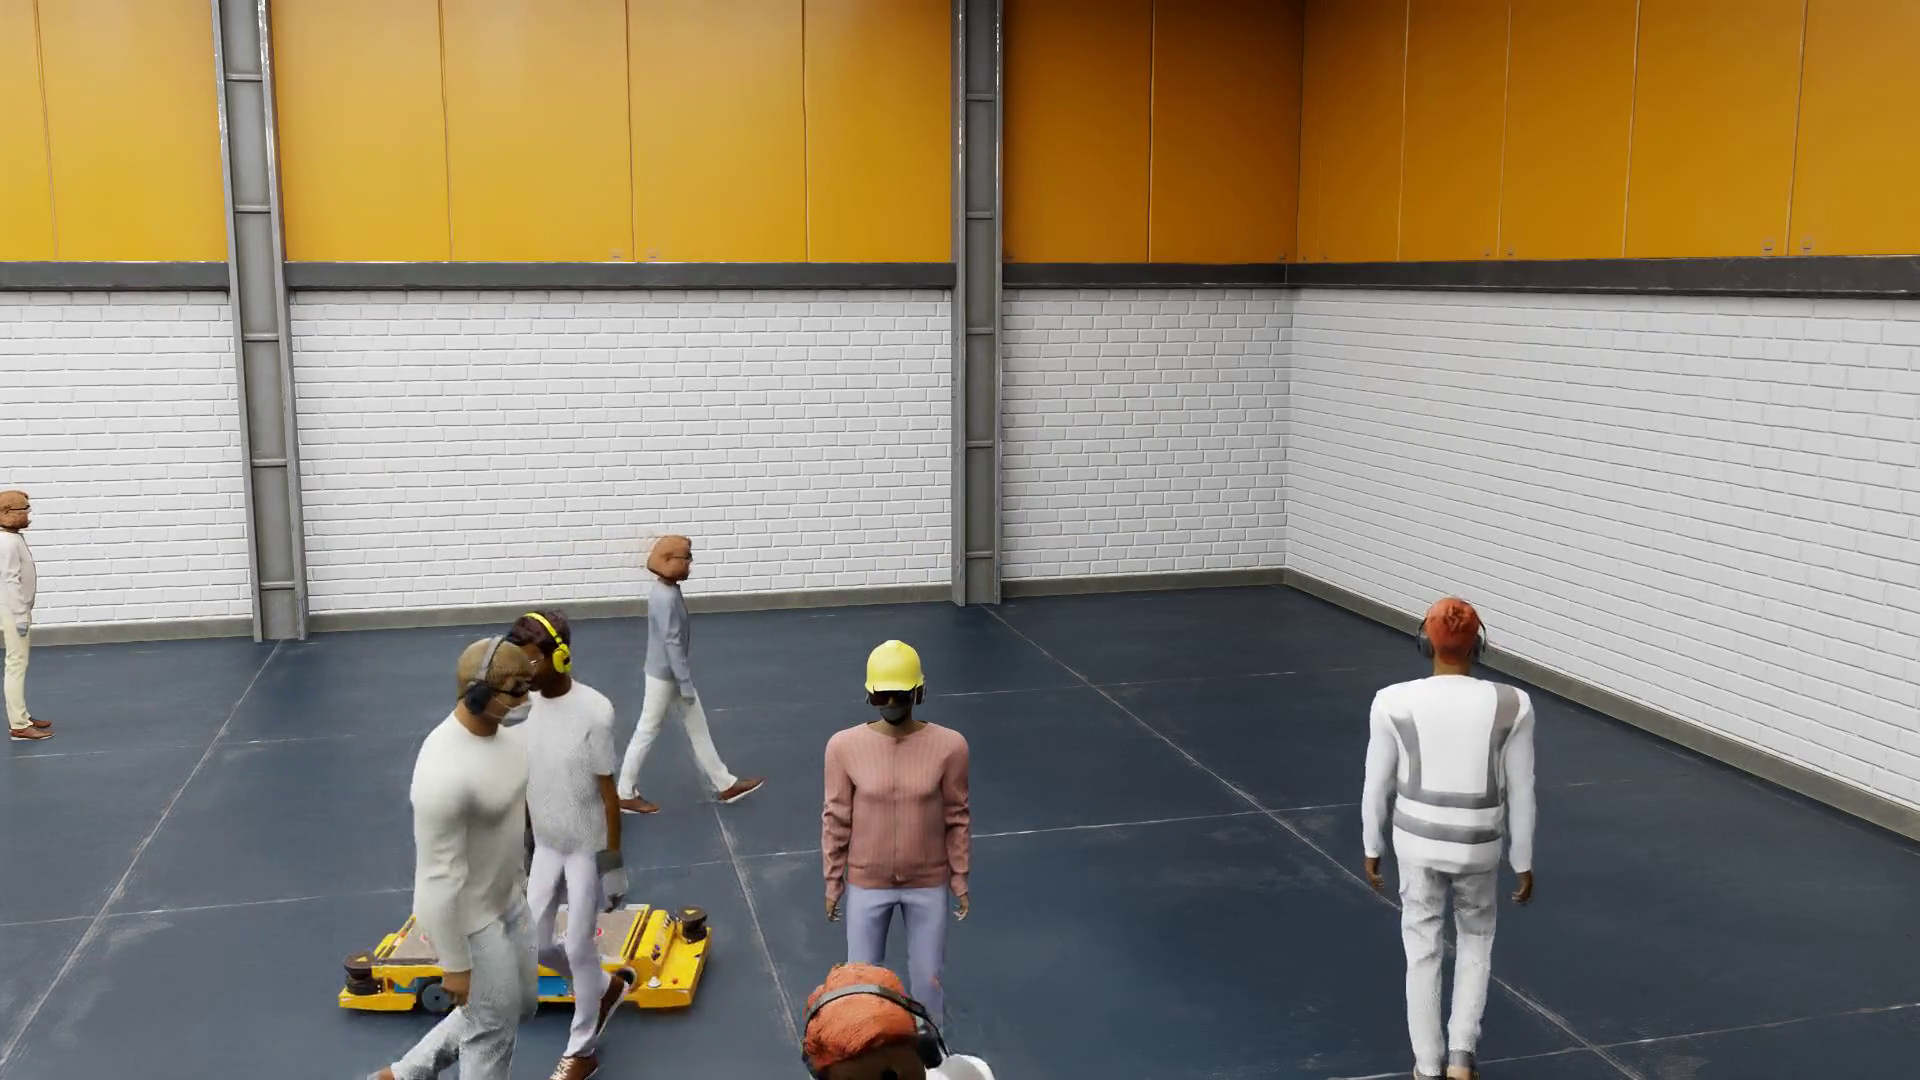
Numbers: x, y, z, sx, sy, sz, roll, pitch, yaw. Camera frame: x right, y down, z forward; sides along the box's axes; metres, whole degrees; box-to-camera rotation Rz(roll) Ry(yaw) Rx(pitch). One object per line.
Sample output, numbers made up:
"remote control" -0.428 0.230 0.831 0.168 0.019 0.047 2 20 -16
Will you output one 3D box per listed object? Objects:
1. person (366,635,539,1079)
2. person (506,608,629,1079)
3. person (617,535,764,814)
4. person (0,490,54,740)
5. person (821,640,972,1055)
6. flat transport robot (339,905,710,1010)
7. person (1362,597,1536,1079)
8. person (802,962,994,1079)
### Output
"person" -1.641 1.228 5.400 0.630 1.906 0.681 1 9 4
"person" -1.428 1.139 6.169 0.561 1.843 0.518 5 10 28
"person" -1.552 0.758 9.303 0.856 1.582 0.527 -1 9 -4
"person" -6.157 0.493 10.886 0.362 1.638 0.505 -5 10 -28
"person" -0.222 1.218 5.896 0.534 1.767 0.314 -1 9 -4
"flat transport robot" -1.825 1.770 7.102 1.431 0.197 0.652 0 9 -2
"person" 1.782 1.133 6.100 0.615 1.869 0.414 2 9 12
"person" -0.151 1.627 3.062 0.502 1.861 0.699 7 11 37
